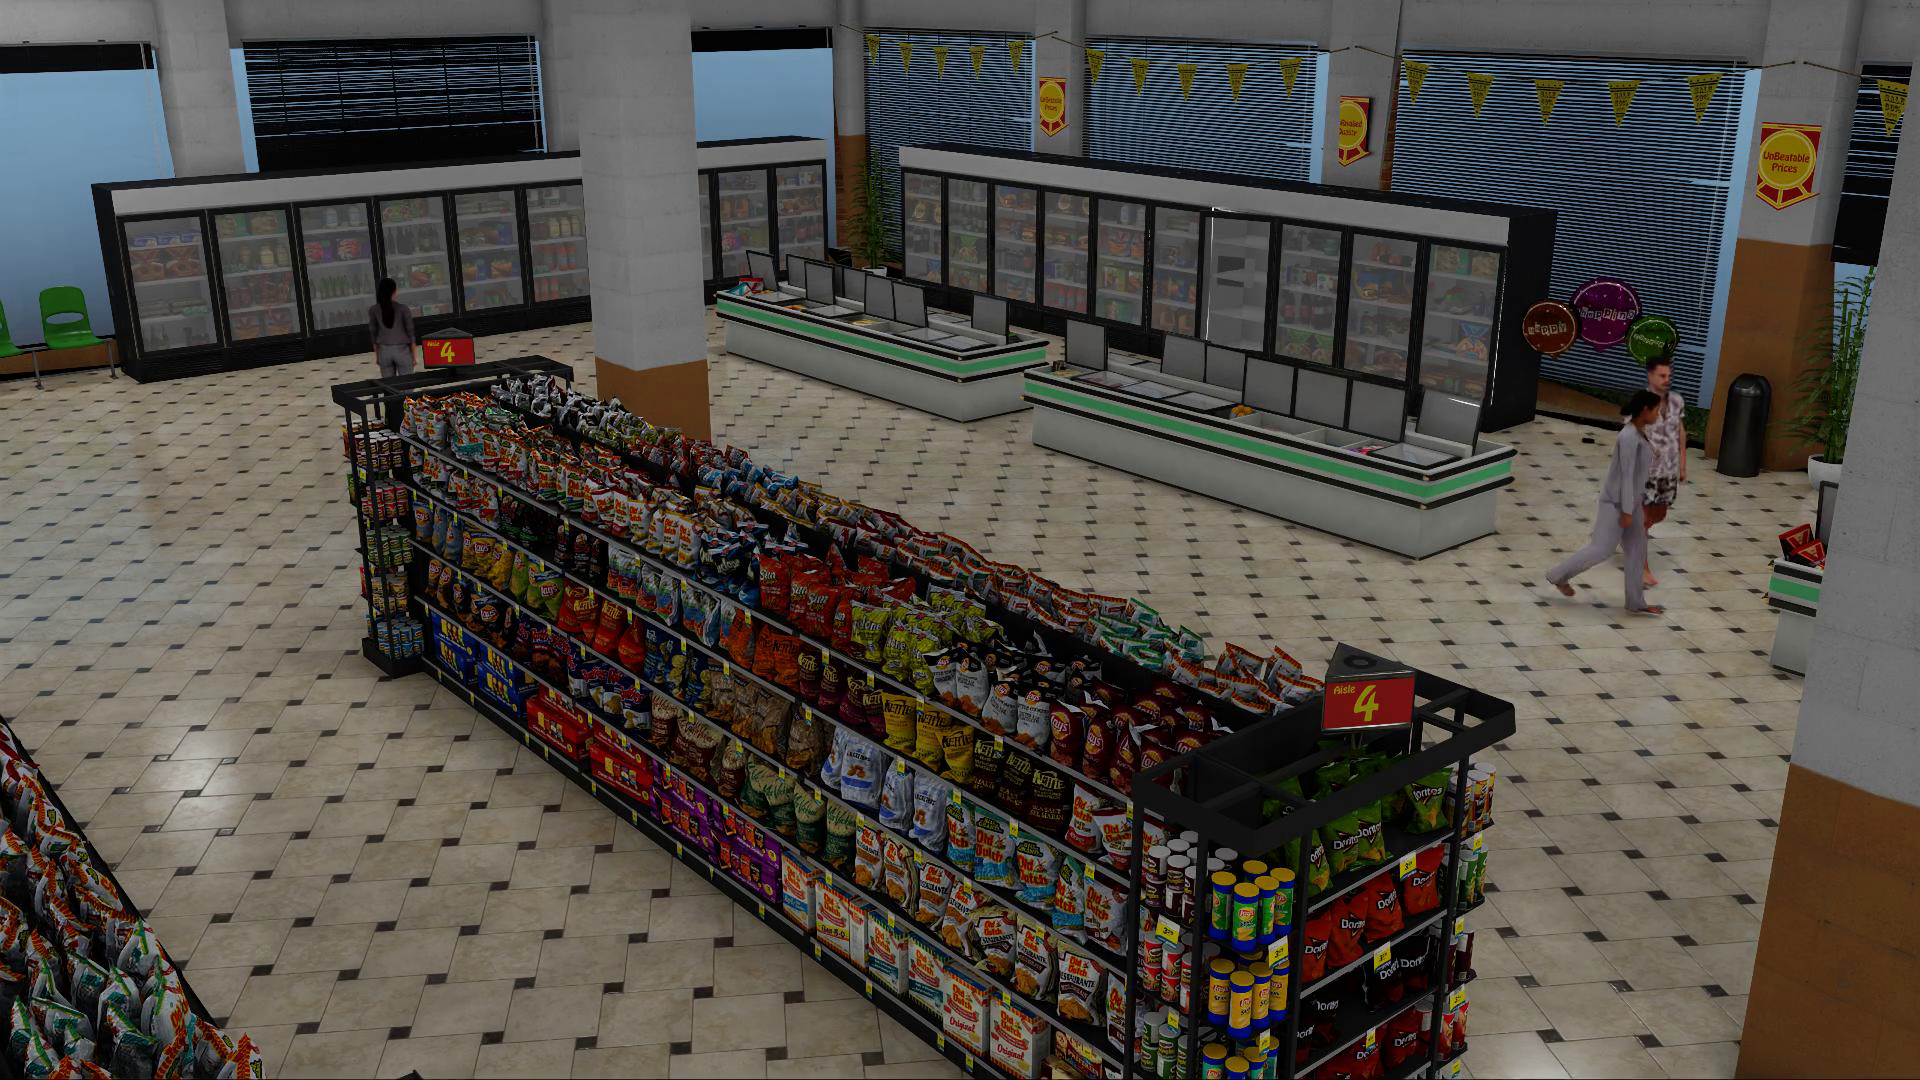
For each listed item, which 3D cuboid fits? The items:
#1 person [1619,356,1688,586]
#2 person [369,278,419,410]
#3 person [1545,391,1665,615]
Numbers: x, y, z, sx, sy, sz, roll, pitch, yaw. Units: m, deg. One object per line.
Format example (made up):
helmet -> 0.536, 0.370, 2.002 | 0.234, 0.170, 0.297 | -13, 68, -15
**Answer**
person -> 5.577, -0.614, 13.475 | 0.935, 1.805, 1.105 | -5, 19, -13
person -> -5.976, -1.935, 17.593 | 0.717, 1.677, 0.763 | 0, 19, 0
person -> 4.944, -0.288, 12.676 | 1.201, 1.698, 0.876 | 13, 22, 33
